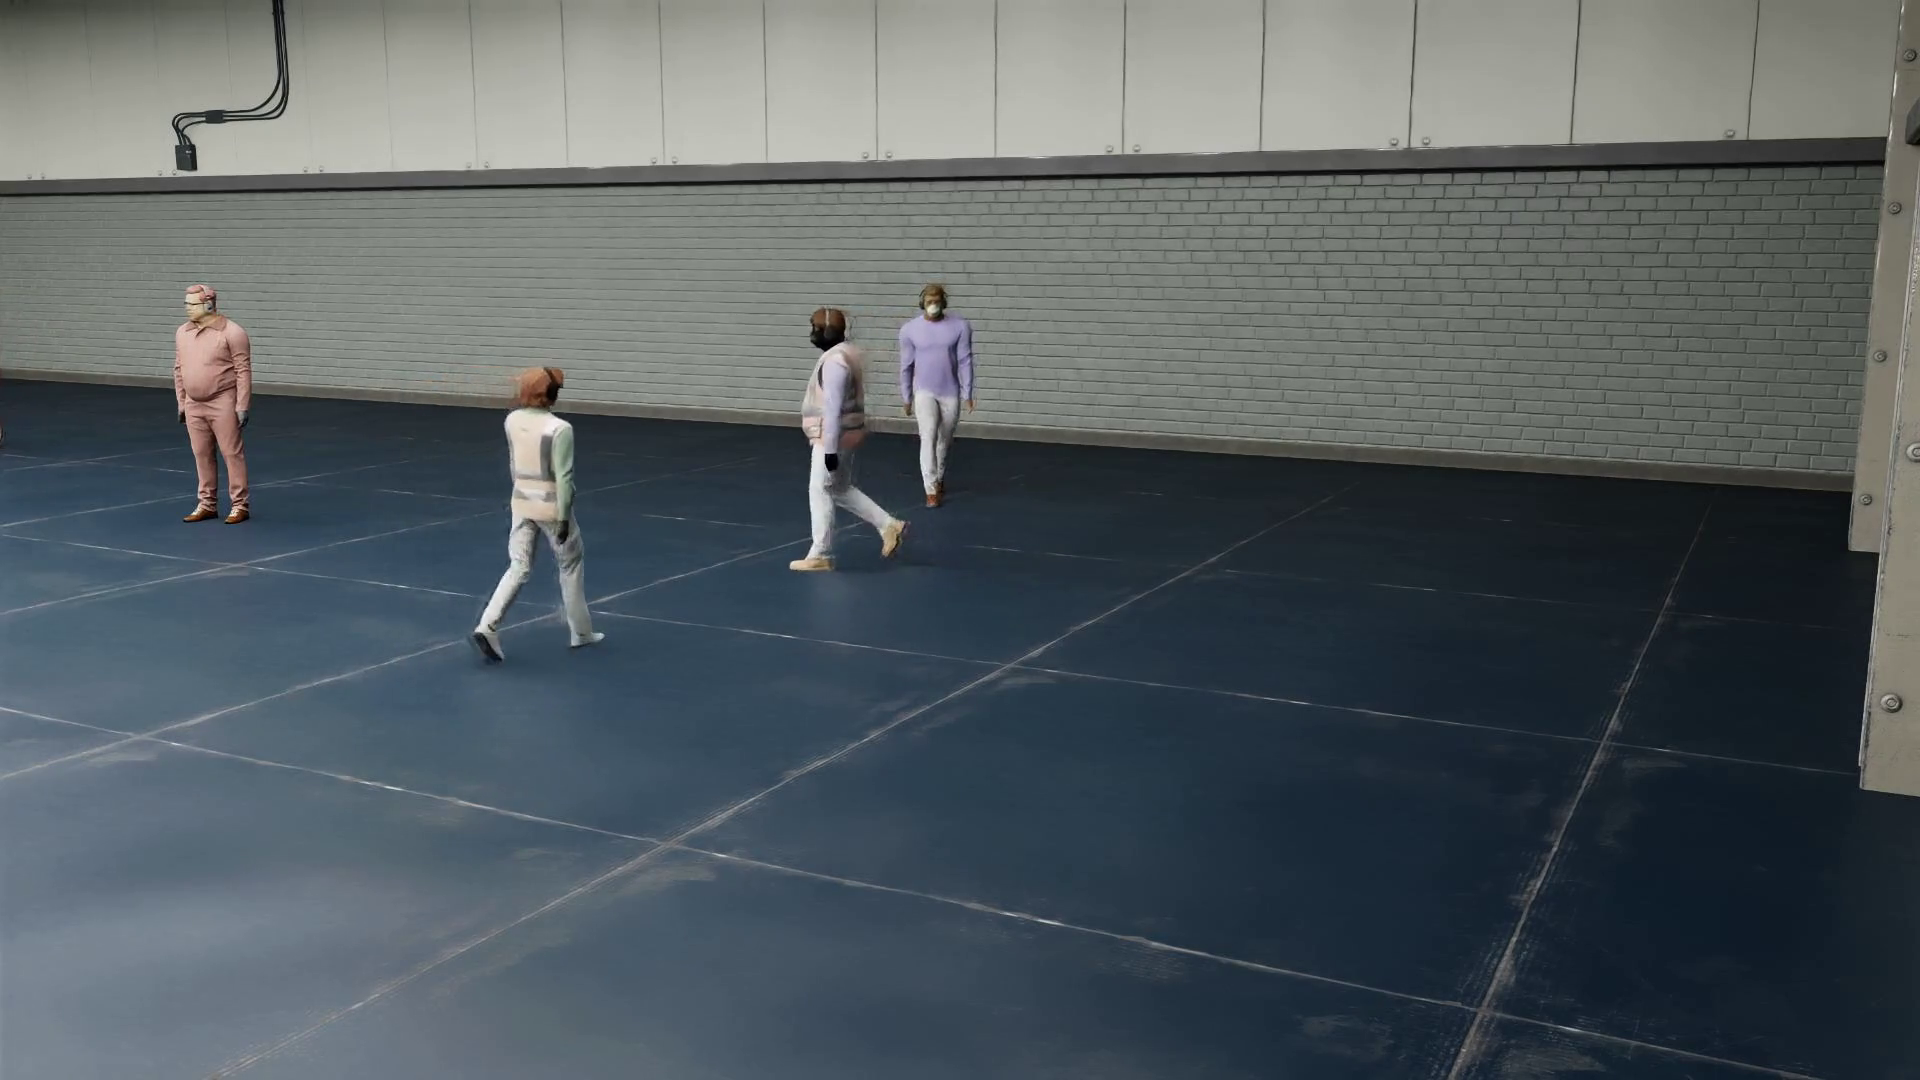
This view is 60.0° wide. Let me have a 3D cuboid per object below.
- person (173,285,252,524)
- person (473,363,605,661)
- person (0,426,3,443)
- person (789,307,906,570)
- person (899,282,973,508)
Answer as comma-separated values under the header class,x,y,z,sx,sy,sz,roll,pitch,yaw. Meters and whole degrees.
class,x,y,z,sx,sy,sz,roll,pitch,yaw
person,-5.977,-1.072,13.266,0.651,1.904,0.401,2,11,13
person,-2.309,-0.153,9.052,0.513,1.613,0.784,6,12,29
person,-10.514,-1.768,17.512,0.527,1.745,0.760,1,10,8
person,-0.781,-0.683,11.403,0.719,1.820,0.631,1,10,3
person,-0.213,-1.275,14.389,0.629,1.910,0.939,-1,10,-6
